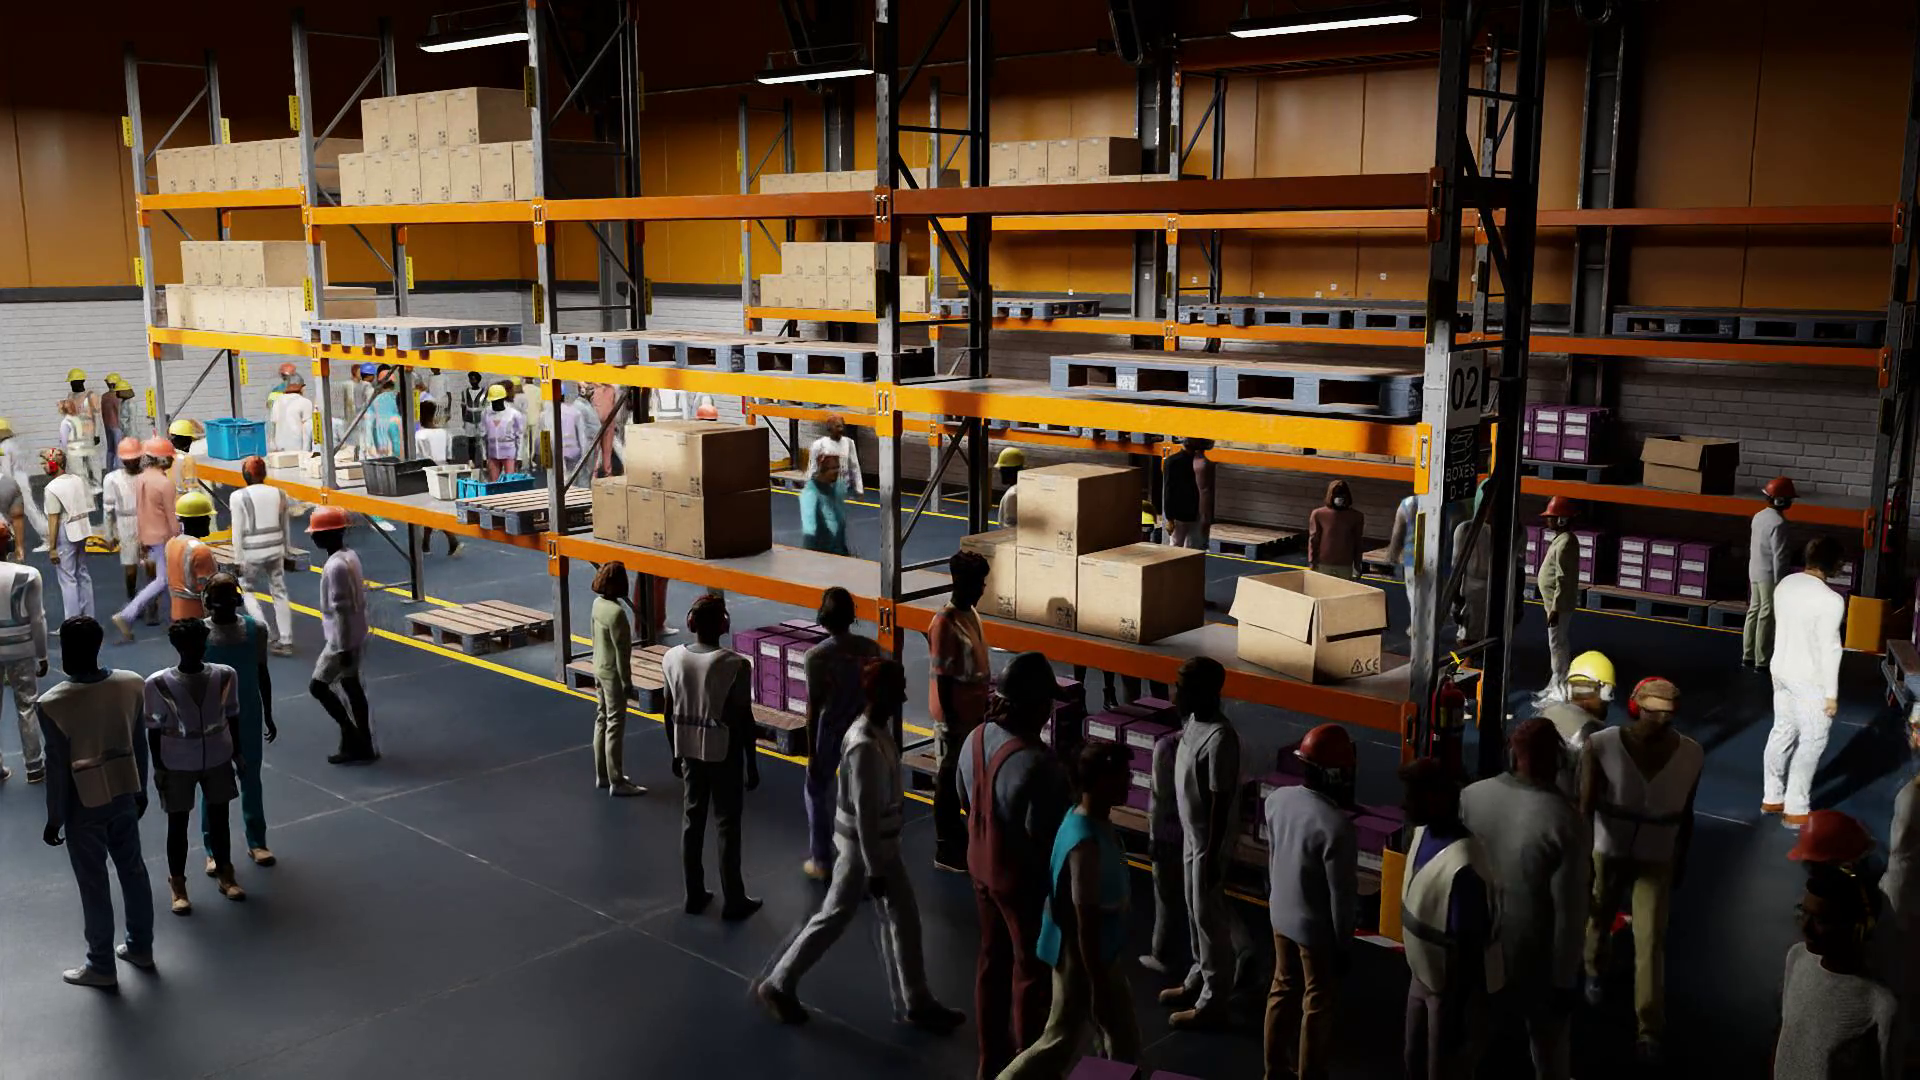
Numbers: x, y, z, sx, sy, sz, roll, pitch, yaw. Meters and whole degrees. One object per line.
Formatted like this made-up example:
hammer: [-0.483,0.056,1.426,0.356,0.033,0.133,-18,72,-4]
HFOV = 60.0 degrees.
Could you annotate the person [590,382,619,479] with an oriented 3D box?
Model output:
person: [-5.669,-1.813,26.307,0.408,1.913,0.643,9,13,41]

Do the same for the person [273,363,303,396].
person: [-10.408,-1.764,25.845,0.635,1.974,0.480,5,11,25]

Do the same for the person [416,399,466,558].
person: [-6.376,-0.738,20.184,0.931,1.937,0.610,4,11,24]

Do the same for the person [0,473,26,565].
person: [-9.278,-0.009,15.741,1.041,2.000,0.694,9,14,43]

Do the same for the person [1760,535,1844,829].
person: [5.497,0.917,10.841,0.374,1.930,0.634,-1,10,-6]

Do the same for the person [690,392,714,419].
person: [-3.883,-1.586,24.981,0.420,1.932,0.619,-4,11,-24]

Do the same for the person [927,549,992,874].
person: [0.009,1.026,10.121,0.381,1.958,0.602,3,10,15]

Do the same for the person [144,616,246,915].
person: [-4.357,1.266,9.501,0.532,1.698,0.319,-9,13,-41]

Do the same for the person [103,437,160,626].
person: [-8.172,-0.087,16.540,0.587,1.914,0.520,-6,12,-29]

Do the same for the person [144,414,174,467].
person: [-10.033,-0.764,21.009,0.529,1.676,0.542,5,11,27]

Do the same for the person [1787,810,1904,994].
person: [3.300,1.846,6.230,0.888,1.688,0.596,9,14,42]

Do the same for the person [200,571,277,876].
person: [-4.408,1.092,10.068,0.505,1.845,0.346,-7,12,-36]

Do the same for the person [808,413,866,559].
person: [-1.406,-0.560,19.433,0.609,1.828,0.987,-9,13,-40]

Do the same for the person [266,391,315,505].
person: [-9.810,-1.317,24.196,0.968,1.670,0.538,1,10,8]

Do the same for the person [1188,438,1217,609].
person: [2.471,-0.253,17.416,0.376,1.937,0.629,-2,10,-10]

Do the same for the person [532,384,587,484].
person: [-5.528,-1.197,22.855,0.622,1.899,0.972,-9,13,-41]

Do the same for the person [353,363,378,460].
person: [-9.344,-1.828,26.298,0.395,1.945,0.602,-10,14,-44]

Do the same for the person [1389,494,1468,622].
person: [4.256,0.227,15.130,0.647,1.805,0.958,1,10,8]

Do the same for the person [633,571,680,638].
person: [-2.990,0.002,16.063,0.605,1.909,0.388,7,12,35]

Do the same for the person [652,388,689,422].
person: [-4.596,-1.829,26.466,0.574,1.887,0.355,1,10,4]

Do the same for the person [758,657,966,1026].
person: [-0.511,1.463,8.028,0.997,1.839,0.587,2,10,11]

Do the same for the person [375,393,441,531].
person: [-7.354,-1.025,21.998,1.021,1.869,0.612,2,10,10]

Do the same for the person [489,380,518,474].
person: [-6.388,-1.324,23.575,0.633,1.895,0.625,-8,13,-37]

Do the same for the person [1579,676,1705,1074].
person: [3.216,1.500,7.939,0.569,1.793,1.015,2,10,11]

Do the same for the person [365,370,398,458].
person: [-8.272,-1.438,23.924,0.624,2.003,0.910,-6,12,-32]

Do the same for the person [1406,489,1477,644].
person: [4.613,0.090,15.810,0.641,1.820,0.748,-4,11,-20]

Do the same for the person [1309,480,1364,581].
person: [3.490,0.246,15.449,0.501,1.633,0.284,1,10,4]

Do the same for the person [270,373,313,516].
person: [-9.453,-1.385,23.521,0.704,2.000,0.744,6,12,29]

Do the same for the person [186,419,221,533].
person: [-9.646,-0.729,21.003,0.587,1.614,0.356,0,10,0]

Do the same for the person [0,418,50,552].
person: [-11.710,-0.667,20.499,0.952,1.673,0.493,-4,11,-20]

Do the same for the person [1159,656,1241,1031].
person: [1.176,1.454,8.062,0.342,1.840,0.507,-1,10,-5]

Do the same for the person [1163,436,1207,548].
person: [2.358,-0.253,17.253,0.615,1.993,0.387,-8,13,-39]

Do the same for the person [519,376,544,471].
person: [-7.243,-2.044,28.117,0.586,1.726,0.539,-1,10,-8]

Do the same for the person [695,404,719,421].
person: [-2.941,-0.635,19.570,0.363,1.939,0.542,6,11,29]
